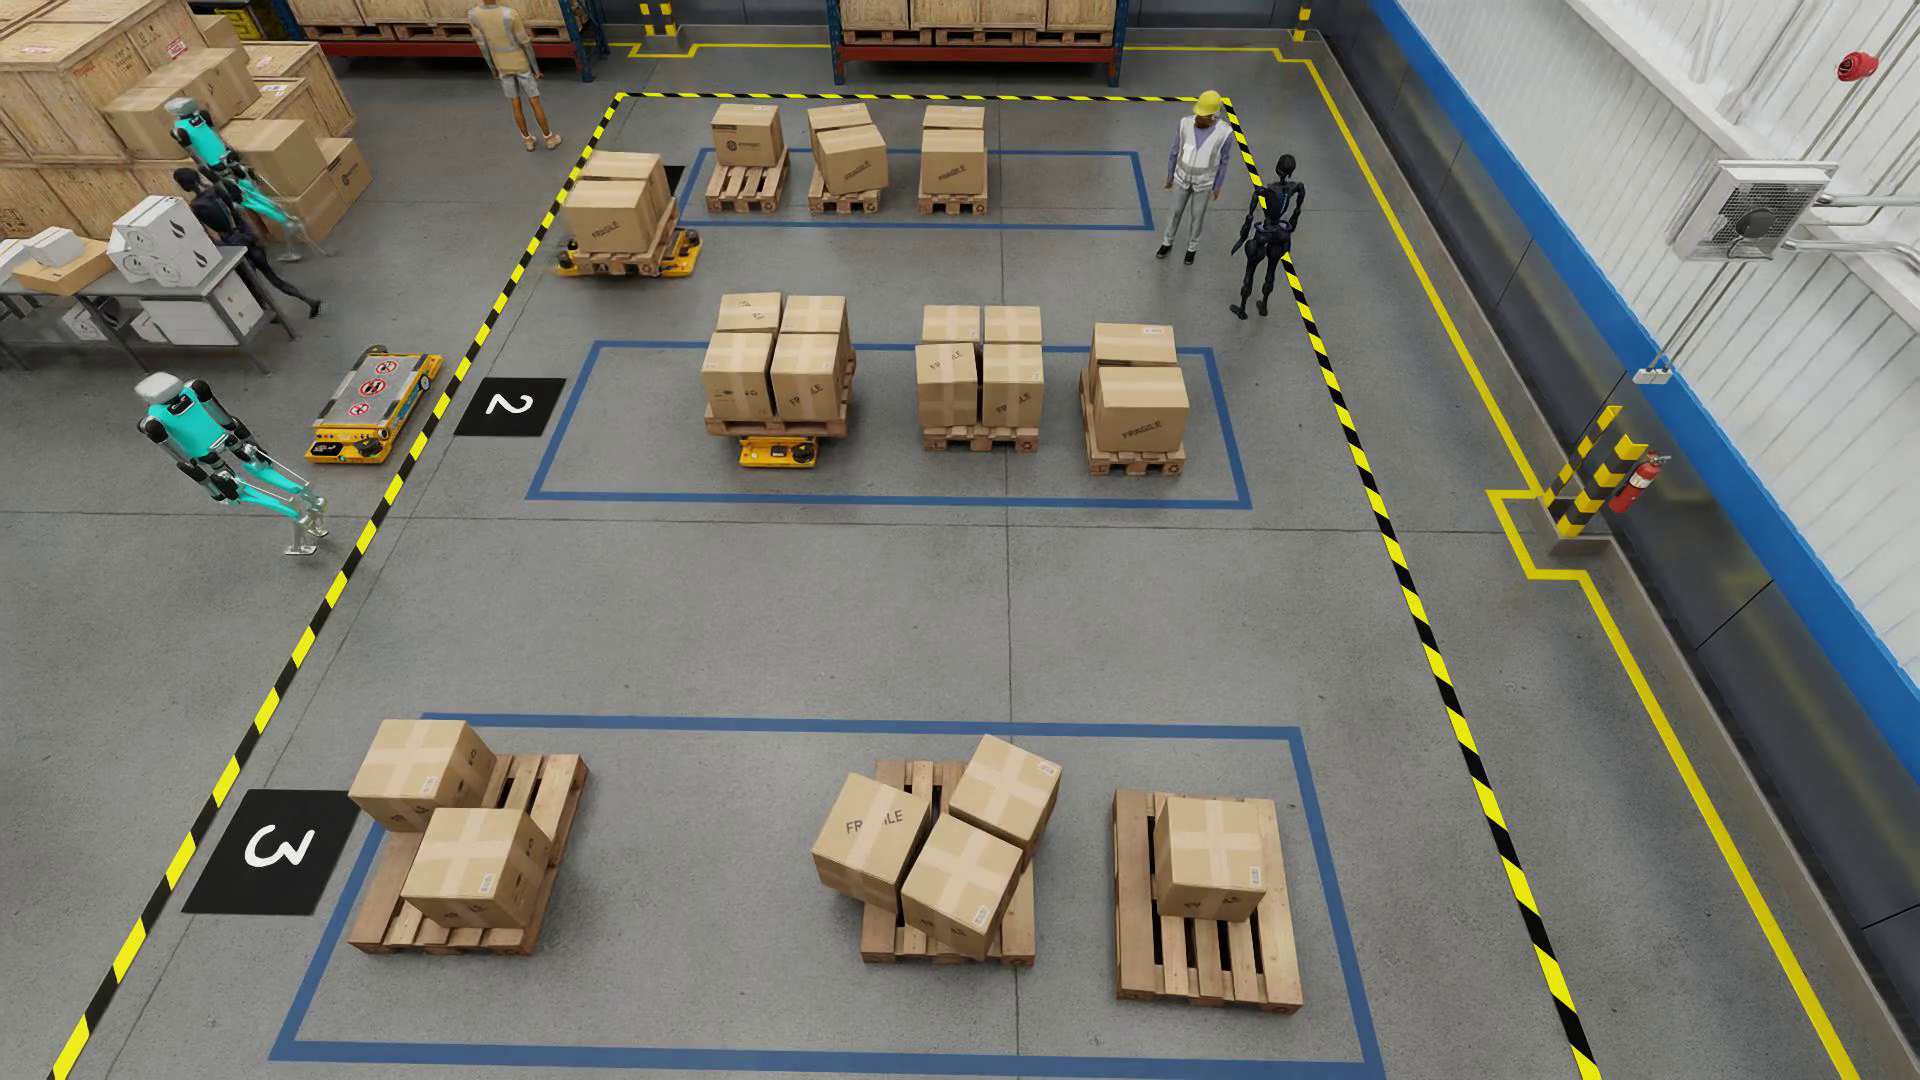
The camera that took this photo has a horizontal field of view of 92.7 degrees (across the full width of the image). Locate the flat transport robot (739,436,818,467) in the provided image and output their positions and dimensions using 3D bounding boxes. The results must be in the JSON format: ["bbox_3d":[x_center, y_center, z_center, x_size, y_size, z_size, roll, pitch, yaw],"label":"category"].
[{"bbox_3d":[-1.582,-1.235,8.394,0.652,0.197,1.431,1,50,1],"label":"flat transport robot"}]

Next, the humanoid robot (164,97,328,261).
[{"bbox_3d":[-7.292,-3.618,9.540,0.776,1.897,0.549,-3,50,-2],"label":"humanoid robot"}]

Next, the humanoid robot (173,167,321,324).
[{"bbox_3d":[-6.886,-2.786,8.818,0.685,1.633,0.600,1,50,1],"label":"humanoid robot"}]

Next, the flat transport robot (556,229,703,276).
[{"bbox_3d":[-3.605,-3.158,10.021,1.431,0.197,0.652,1,50,1],"label":"flat transport robot"}]

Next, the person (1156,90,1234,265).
[{"bbox_3d":[2.428,-3.737,9.506,0.596,1.827,0.403,20,53,16],"label":"person"}]

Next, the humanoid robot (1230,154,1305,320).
[{"bbox_3d":[2.978,-2.928,8.912,0.599,1.657,0.315,-7,50,-6],"label":"humanoid robot"}]

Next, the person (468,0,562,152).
[{"bbox_3d":[-5.385,-5.730,11.052,0.609,2.048,0.362,-2,50,-2],"label":"person"}]

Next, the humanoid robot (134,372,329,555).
[{"bbox_3d":[-5.176,-0.496,6.737,0.735,1.676,0.533,10,50,8],"label":"humanoid robot"}]

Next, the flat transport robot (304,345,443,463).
[{"bbox_3d":[-5.383,-1.269,8.441,0.659,0.231,1.431,1,50,1],"label":"flat transport robot"}]
